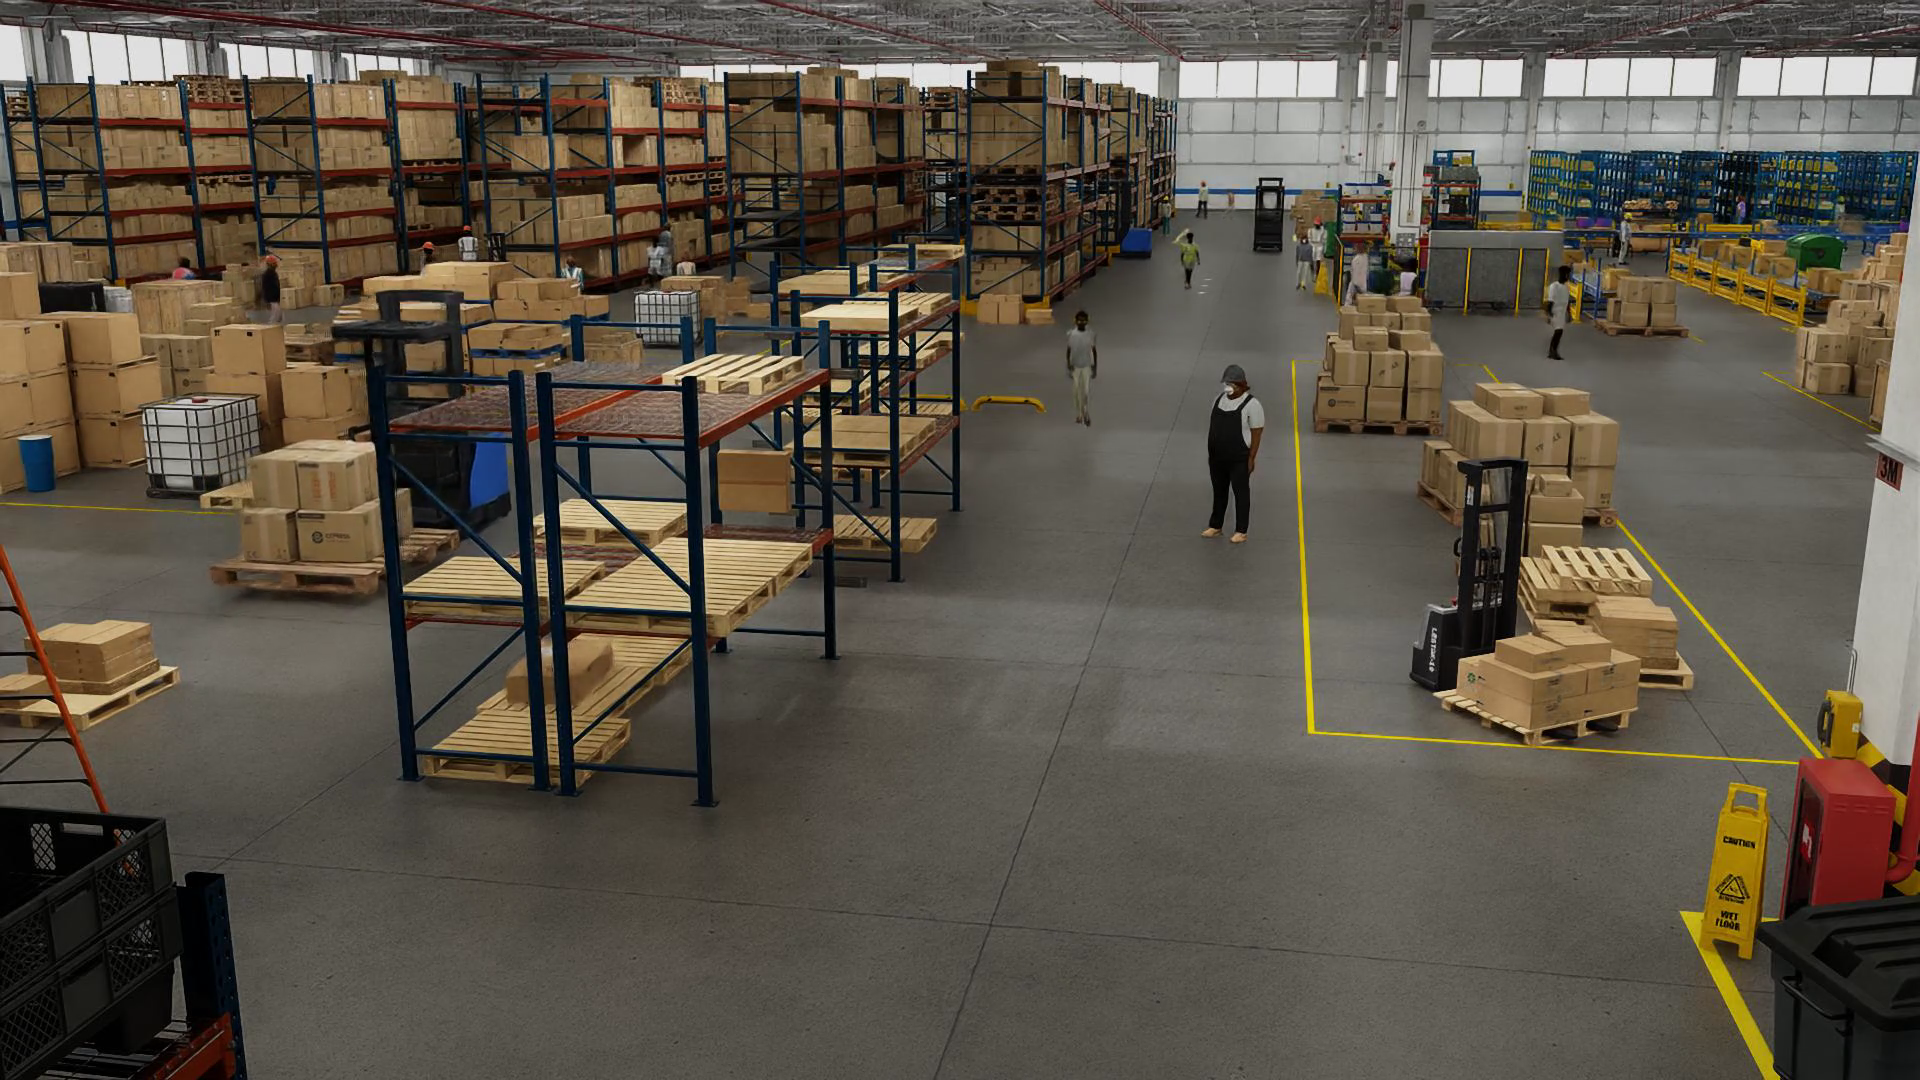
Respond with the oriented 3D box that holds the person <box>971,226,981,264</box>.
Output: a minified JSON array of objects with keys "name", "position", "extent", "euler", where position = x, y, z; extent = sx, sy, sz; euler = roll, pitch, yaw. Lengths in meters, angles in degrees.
[{"name":"person","position":[0.563,-10.551,58.337],"extent":[0.522,1.769,0.310],"euler":[12,18,40]}]

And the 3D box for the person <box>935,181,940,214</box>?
[{"name":"person","position":[-1.644,-19.385,93.949],"extent":[0.934,1.907,0.636],"euler":[5,15,18]}]

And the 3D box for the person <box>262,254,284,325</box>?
[{"name":"person","position":[-15.091,-5.249,36.367],"extent":[0.597,1.982,0.619],"euler":[0,14,1]}]

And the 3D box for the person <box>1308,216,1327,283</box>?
[{"name":"person","position":[10.991,-8.957,51.320],"extent":[0.645,2.027,0.477],"euler":[6,15,22]}]

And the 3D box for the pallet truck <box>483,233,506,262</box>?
[{"name":"pallet truck","position":[-11.832,-7.026,43.548],"extent":[1.885,1.965,0.823],"euler":[8,16,28]}]

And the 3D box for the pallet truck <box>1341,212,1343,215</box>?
[{"name":"pallet truck","position":[15.874,-13.227,70.310],"extent":[0.680,1.201,1.601],"euler":[10,17,35]}]

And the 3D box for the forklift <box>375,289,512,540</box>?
[{"name":"forklift","position":[-6.142,-1.488,19.247],"extent":[1.129,2.768,1.873],"euler":[3,14,10]}]

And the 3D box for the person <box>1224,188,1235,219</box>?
[{"name":"person","position":[14.336,-17.819,88.119],"extent":[0.516,1.621,0.541],"euler":[-11,17,-37]}]

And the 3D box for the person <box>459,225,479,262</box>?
[{"name":"person","position":[-14.221,-8.146,48.219],"extent":[0.543,1.938,0.356],"euler":[-4,14,-15]}]

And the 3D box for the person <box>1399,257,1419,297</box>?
[{"name":"person","position":[9.846,-5.282,36.680],"extent":[0.732,1.894,0.597],"euler":[-6,15,-22]}]

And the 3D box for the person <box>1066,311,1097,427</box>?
[{"name":"person","position":[1.929,-2.702,26.338],"extent":[0.506,1.823,0.929],"euler":[1,14,4]}]

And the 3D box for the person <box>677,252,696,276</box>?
[{"name":"person","position":[-6.860,-6.413,41.800],"extent":[0.513,1.638,0.307],"euler":[-8,16,-31]}]

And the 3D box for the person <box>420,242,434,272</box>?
[{"name":"person","position":[-13.139,-6.409,41.187],"extent":[0.374,1.928,0.542],"euler":[-9,16,-32]}]

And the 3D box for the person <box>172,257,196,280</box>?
[{"name":"person","position":[-17.479,-5.515,37.801],"extent":[0.649,1.817,0.746],"euler":[8,16,29]}]

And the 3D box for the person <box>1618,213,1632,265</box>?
[{"name":"person","position":[23.228,-10.508,58.064],"extent":[0.403,1.816,0.606],"euler":[8,16,30]}]

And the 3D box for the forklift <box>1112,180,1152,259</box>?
[{"name":"forklift","position":[6.082,-11.722,60.796],"extent":[1.873,2.768,1.129],"euler":[2,14,9]}]

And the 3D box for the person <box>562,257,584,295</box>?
[{"name":"person","position":[-9.355,-6.020,40.221],"extent":[0.523,1.631,0.315],"euler":[-1,14,-2]}]

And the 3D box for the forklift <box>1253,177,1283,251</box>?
[{"name":"forklift","position":[12.083,-12.747,64.956],"extent":[1.129,2.768,1.873],"euler":[3,14,10]}]

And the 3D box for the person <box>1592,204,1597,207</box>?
[{"name":"person","position":[34.242,-18.240,89.669],"extent":[0.909,1.698,0.592],"euler":[3,14,12]}]

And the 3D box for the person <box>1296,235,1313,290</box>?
[{"name":"person","position":[10.123,-8.171,48.982],"extent":[0.507,1.607,0.681],"euler":[4,15,18]}]

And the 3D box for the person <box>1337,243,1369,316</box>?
[{"name":"person","position":[10.020,-6.490,41.678],"extent":[0.633,1.870,0.991],"euler":[-12,18,-41]}]

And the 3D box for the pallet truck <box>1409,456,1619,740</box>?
[{"name":"pallet truck","position":[4.504,0.400,13.395],"extent":[0.823,1.965,1.885],"euler":[-6,15,-23]}]

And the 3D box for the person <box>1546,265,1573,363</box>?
[{"name":"person","position":[12.222,-4.565,33.639],"extent":[0.643,1.949,0.661],"euler":[-12,18,-39]}]

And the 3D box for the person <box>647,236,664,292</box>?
[{"name":"person","position":[-8.693,-7.778,47.260],"extent":[0.557,1.661,0.792],"euler":[4,14,16]}]

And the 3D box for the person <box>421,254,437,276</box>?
[{"name":"person","position":[-11.698,-5.422,37.218],"extent":[0.908,1.902,0.659],"euler":[-2,14,-10]}]

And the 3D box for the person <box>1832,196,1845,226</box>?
[{"name":"person","position":[38.523,-14.184,72.988],"extent":[0.607,1.799,0.597],"euler":[-5,15,-19]}]

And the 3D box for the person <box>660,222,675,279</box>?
[{"name":"person","position":[-8.751,-8.568,49.929],"extent":[0.365,1.939,0.636],"euler":[-10,17,-36]}]

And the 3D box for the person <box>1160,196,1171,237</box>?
[{"name":"person","position":[9.120,-14.352,73.768],"extent":[0.317,1.766,0.533],"euler":[-11,18,-38]}]

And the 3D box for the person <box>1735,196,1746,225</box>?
[{"name":"person","position":[33.887,-14.016,72.232],"extent":[0.564,1.848,0.388],"euler":[-12,18,-40]}]

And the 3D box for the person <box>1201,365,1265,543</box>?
[{"name":"person","position":[3.069,-0.984,18.927],"extent":[0.679,2.000,0.537],"euler":[13,19,42]}]

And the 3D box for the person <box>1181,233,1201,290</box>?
[{"name":"person","position":[6.814,-8.230,49.126],"extent":[0.543,1.645,0.850],"euler":[-5,15,-18]}]

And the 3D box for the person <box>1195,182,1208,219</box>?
[{"name":"person","position":[12.950,-18.118,88.704],"extent":[0.651,1.934,1.045],"euler":[-6,15,-22]}]
